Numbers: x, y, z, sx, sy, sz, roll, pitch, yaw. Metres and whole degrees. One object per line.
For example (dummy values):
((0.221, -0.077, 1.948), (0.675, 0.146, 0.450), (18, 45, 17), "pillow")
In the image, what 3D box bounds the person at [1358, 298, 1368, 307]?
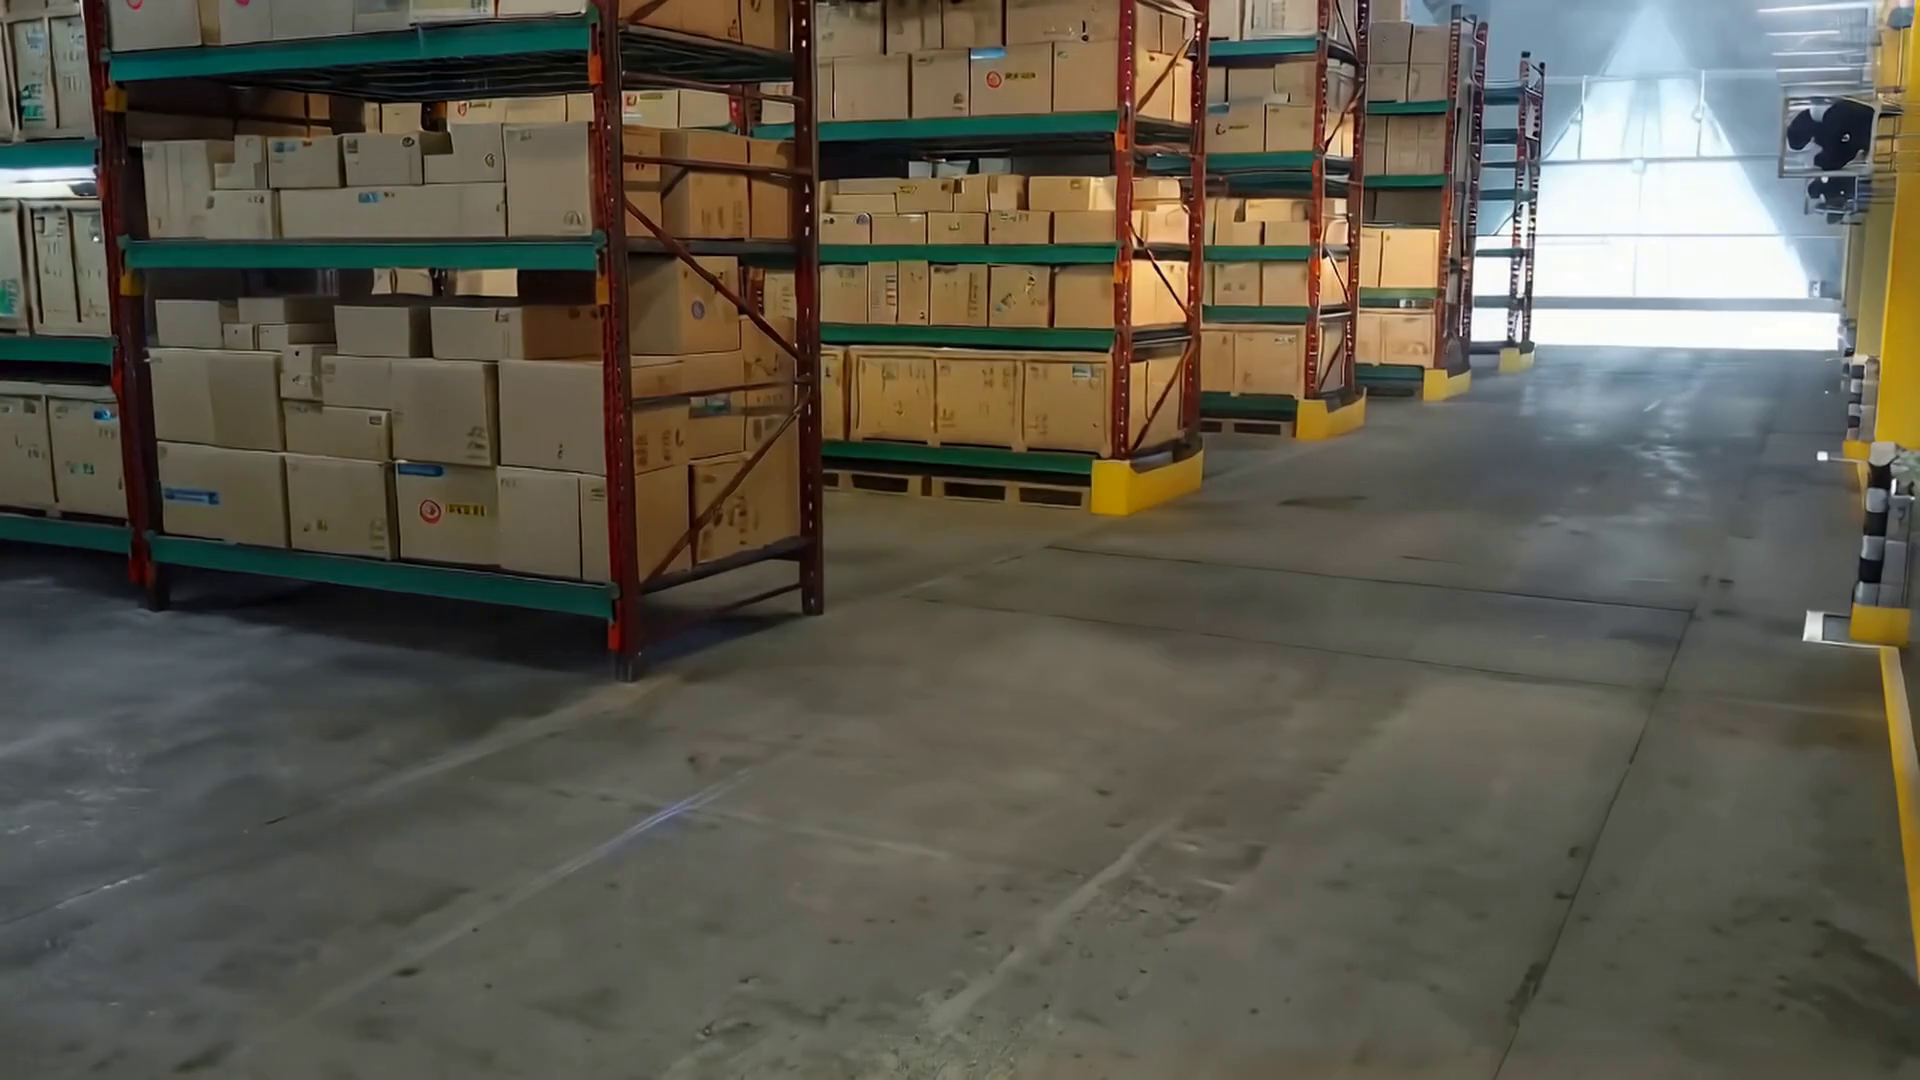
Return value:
((7.759, -4.307, 32.948), (0.624, 1.930, 0.380), (1, 10, 8), "person")
